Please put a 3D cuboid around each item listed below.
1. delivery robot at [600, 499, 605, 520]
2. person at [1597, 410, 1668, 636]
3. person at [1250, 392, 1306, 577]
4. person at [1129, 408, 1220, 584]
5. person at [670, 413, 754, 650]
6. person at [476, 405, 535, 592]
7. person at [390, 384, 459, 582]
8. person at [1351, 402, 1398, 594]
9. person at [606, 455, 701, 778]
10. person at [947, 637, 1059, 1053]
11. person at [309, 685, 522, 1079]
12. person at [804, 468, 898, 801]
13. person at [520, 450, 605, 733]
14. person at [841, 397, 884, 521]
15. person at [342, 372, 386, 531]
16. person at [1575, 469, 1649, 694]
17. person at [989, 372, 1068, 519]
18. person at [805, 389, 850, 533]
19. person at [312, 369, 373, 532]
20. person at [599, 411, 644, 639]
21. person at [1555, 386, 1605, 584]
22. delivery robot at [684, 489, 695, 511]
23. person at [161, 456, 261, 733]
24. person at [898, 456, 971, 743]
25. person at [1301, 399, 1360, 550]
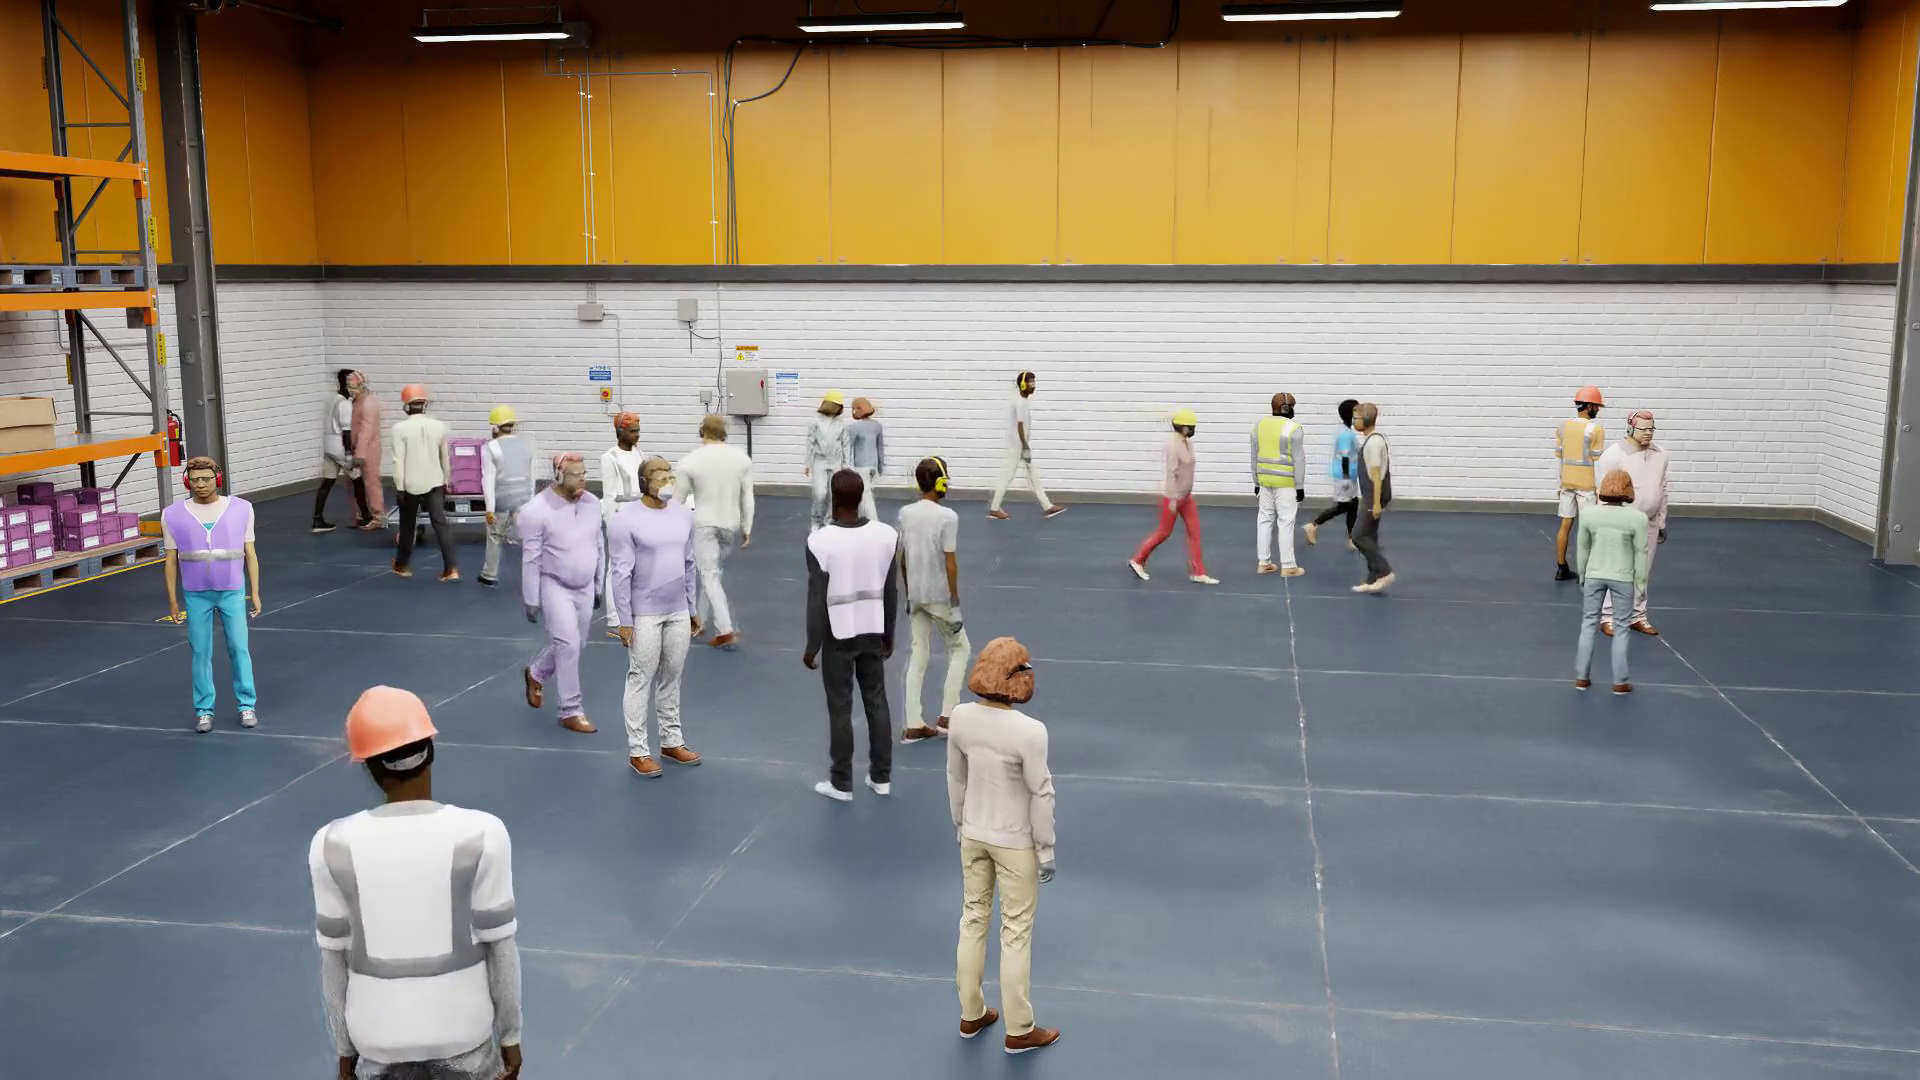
[{"bbox_3d":[-3.794,-0.375,19.204,0.707,0.478,0.477,2,9,10],"label":"delivery robot"},{"bbox_3d":[5.619,-0.136,13.860,0.639,1.900,0.404,-3,10,-17],"label":"person"},{"bbox_3d":[3.201,-0.554,16.641,0.430,1.840,0.620,-8,12,-40],"label":"person"},{"bbox_3d":[2.086,-0.436,16.240,0.869,1.733,0.536,6,11,31],"label":"person"},{"bbox_3d":[-1.991,-0.065,13.457,0.748,1.890,0.835,-5,10,-29],"label":"person"},{"bbox_3d":[-4.278,-0.385,15.757,0.955,1.786,0.606,8,12,42],"label":"person"},{"bbox_3d":[-5.287,-0.561,16.378,1.048,1.942,0.644,9,13,43],"label":"person"},{"bbox_3d":[3.836,-0.374,15.568,0.397,1.824,0.582,1,9,8],"label":"person"},{"bbox_3d":[-1.832,0.449,10.098,0.372,1.940,0.631,7,12,39],"label":"person"},{"bbox_3d":[0.167,1.181,6.501,0.500,1.633,0.280,8,12,40],"label":"person"},{"bbox_3d":[-1.487,1.359,4.572,0.547,1.905,0.604,-1,9,-9],"label":"person"},{"bbox_3d":[-0.612,0.546,9.566,0.594,1.919,0.376,-6,11,-32],"label":"person"},{"bbox_3d":[-2.705,0.315,11.177,0.828,1.877,0.645,7,11,35],"label":"person"},{"bbox_3d":[-1.165,-0.837,19.122,0.725,1.604,0.493,8,12,40],"label":"person"},{"bbox_3d":[-7.011,-1.021,19.423,0.568,1.874,0.661,-6,11,-32],"label":"person"},{"bbox_3d":[4.698,0.298,11.994,0.502,1.629,0.281,7,11,37],"label":"person"},{"bbox_3d":[0.811,-1.144,20.368,1.001,1.813,0.568,2,9,12],"label":"person"},{"bbox_3d":[-1.484,-0.843,18.759,0.515,1.716,0.400,-4,10,-22],"label":"person"},{"bbox_3d":[-7.176,-1.049,19.486,0.922,1.905,0.707,-7,12,-38],"label":"person"},{"bbox_3d":[-2.780,-0.129,13.851,0.337,1.882,0.584,3,10,17],"label":"person"},{"bbox_3d":[6.069,-0.536,16.236,0.375,1.930,0.542,-5,11,-30],"label":"person"},{"bbox_3d":[-3.089,-0.344,19.006,0.707,0.478,0.477,1,9,5],"label":"delivery robot"},{"bbox_3d":[-4.946,0.353,11.025,0.567,1.839,0.386,-4,10,-23],"label":"person"},{"bbox_3d":[-0.132,0.382,10.793,0.564,1.849,0.646,8,12,39],"label":"person"},{"bbox_3d":[4.125,-0.706,18.084,0.690,1.674,0.536,3,10,15],"label":"person"}]
